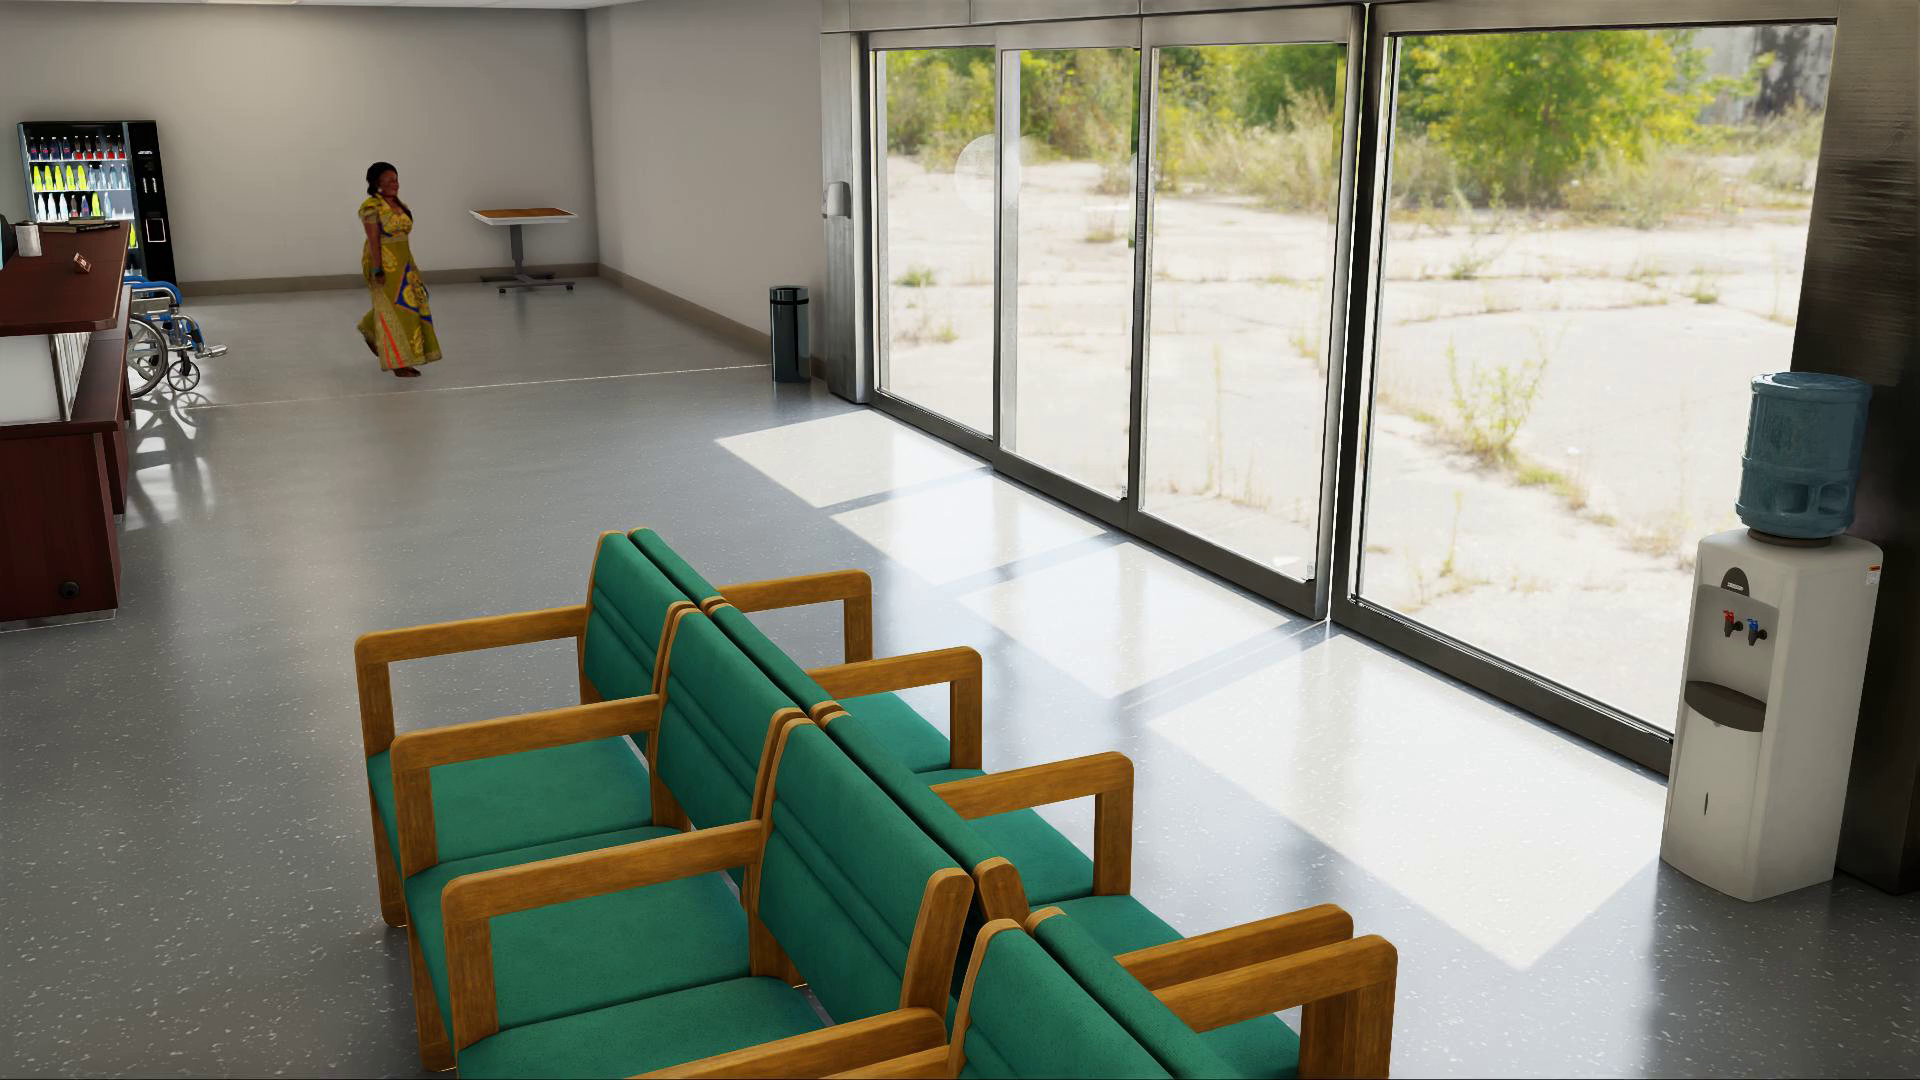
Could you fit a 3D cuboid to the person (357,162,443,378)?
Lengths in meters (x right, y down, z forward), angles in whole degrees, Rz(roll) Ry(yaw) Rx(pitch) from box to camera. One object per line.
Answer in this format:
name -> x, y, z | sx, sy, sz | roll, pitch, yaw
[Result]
person -> -4.481, -2.084, 12.891 | 1.203, 1.645, 1.128 | 4, 16, 15
